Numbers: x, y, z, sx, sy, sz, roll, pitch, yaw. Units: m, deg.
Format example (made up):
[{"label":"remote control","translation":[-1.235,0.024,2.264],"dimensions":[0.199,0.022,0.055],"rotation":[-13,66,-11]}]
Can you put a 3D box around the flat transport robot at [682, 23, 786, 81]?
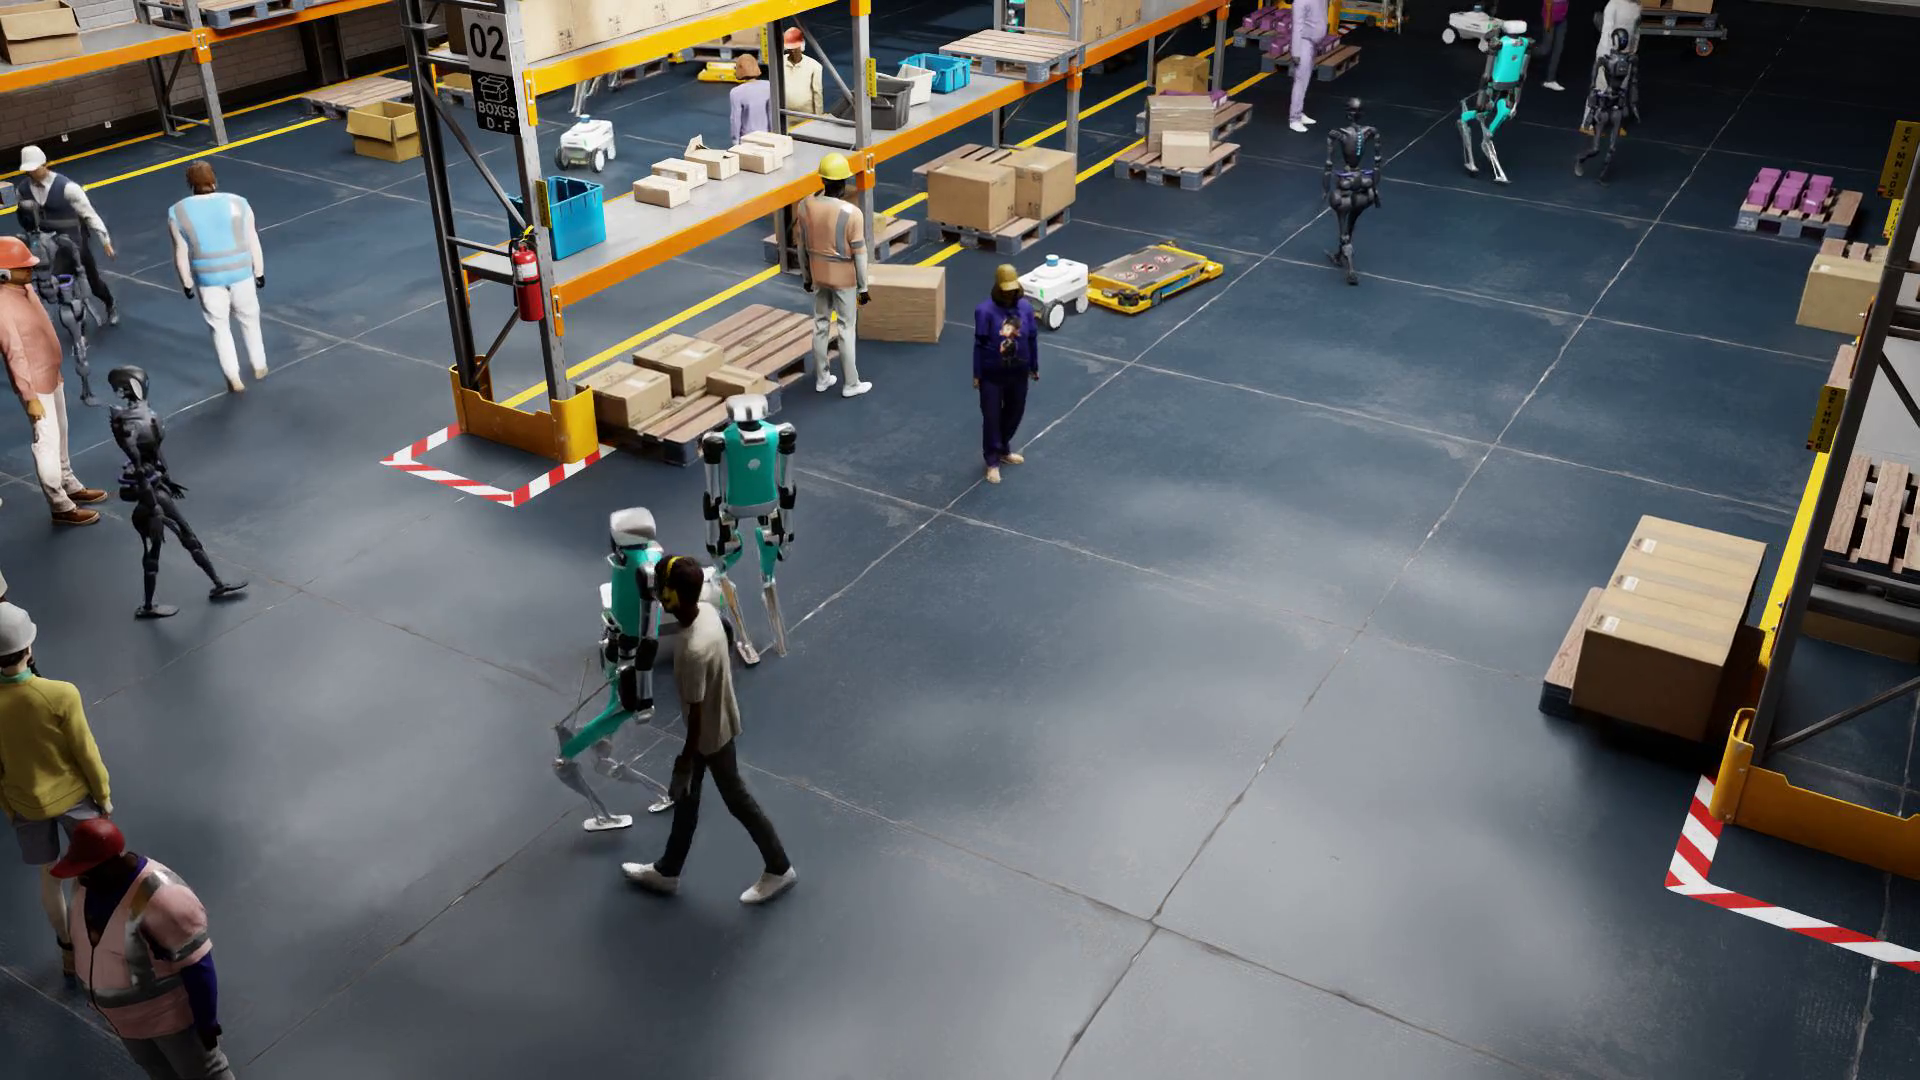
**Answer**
[{"label":"flat transport robot","translation":[-2.979,-6.401,22.265],"dimensions":[0.659,0.231,1.431],"rotation":[5,30,8]}]

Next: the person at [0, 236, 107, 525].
[{"label":"person","translation":[-6.111,-1.062,11.070],"dimensions":[0.393,1.992,0.620],"rotation":[-7,30,-11]}]

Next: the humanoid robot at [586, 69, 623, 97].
[{"label":"humanoid robot","translation":[-4.503,-6.481,20.924],"dimensions":[0.555,1.789,0.871],"rotation":[23,37,35]}]

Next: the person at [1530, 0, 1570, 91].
[{"label":"person","translation":[7.530,-6.686,21.184],"dimensions":[0.536,1.826,0.651],"rotation":[-22,36,-34]}]

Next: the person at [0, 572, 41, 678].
[{"label":"person","translation":[-5.501,0.086,9.084],"dimensions":[0.379,1.957,0.596],"rotation":[3,30,4]}]

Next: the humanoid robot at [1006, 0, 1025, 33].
[{"label":"humanoid robot","translation":[0.788,-6.580,21.204],"dimensions":[0.546,1.890,0.737],"rotation":[3,30,6]}]

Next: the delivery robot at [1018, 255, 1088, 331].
[{"label":"delivery robot","translation":[0.792,-2.192,14.515],"dimensions":[0.499,0.581,0.777],"rotation":[23,36,34]}]

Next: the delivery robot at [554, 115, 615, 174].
[{"label":"delivery robot","translation":[-4.135,-4.398,18.438],"dimensions":[0.499,0.602,0.805],"rotation":[8,30,13]}]

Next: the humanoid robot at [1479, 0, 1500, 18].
[{"label":"humanoid robot","translation":[7.765,-8.268,24.137],"dimensions":[0.601,1.645,0.361],"rotation":[14,32,23]}]

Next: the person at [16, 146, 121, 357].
[{"label":"person","translation":[-7.381,-2.461,13.807],"dimensions":[0.782,1.722,0.791],"rotation":[-2,30,-3]}]

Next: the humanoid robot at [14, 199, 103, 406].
[{"label":"humanoid robot","translation":[-6.921,-1.814,12.721],"dimensions":[0.601,1.654,0.382],"rotation":[-10,31,-17]}]

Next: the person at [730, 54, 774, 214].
[{"label":"person","translation":[-2.081,-4.061,16.748],"dimensions":[0.501,1.628,0.280],"rotation":[-20,35,-31]}]

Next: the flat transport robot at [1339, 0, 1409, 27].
[{"label":"flat transport robot","translation":[5.939,-7.894,24.905],"dimensions":[1.431,0.231,0.659],"rotation":[16,33,26]}]

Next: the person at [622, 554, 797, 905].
[{"label":"person","translation":[-1.203,0.930,7.729],"dimensions":[0.856,1.826,0.615],"rotation":[-5,30,-8]}]

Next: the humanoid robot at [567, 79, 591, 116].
[{"label":"humanoid robot","translation":[-4.658,-6.013,20.110],"dimensions":[0.553,1.804,0.714],"rotation":[18,34,29]}]

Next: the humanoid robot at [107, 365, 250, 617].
[{"label":"humanoid robot","translation":[-4.809,-0.288,10.037],"dimensions":[0.676,1.634,0.592],"rotation":[-8,30,-13]}]

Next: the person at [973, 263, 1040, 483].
[{"label":"person","translation":[0.314,-1.187,11.677],"dimensions":[0.487,1.611,0.427],"rotation":[-9,31,-16]}]

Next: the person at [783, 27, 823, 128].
[{"label":"person","translation":[-1.698,-4.452,17.321],"dimensions":[0.554,1.743,0.343],"rotation":[7,30,12]}]

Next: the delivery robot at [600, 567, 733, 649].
[{"label":"delivery robot","translation":[-1.764,0.401,9.916],"dimensions":[0.749,0.569,0.499],"rotation":[-9,31,-15]}]

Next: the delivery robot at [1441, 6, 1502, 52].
[{"label":"delivery robot","translation":[7.226,-7.210,23.399],"dimensions":[0.499,0.589,0.784],"rotation":[-22,36,-34]}]

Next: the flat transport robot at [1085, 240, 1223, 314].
[{"label":"flat transport robot","translation":[1.732,-2.408,15.202],"dimensions":[0.659,0.231,1.431],"rotation":[24,37,36]}]

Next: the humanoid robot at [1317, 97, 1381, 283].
[{"label":"humanoid robot","translation":[3.595,-3.218,15.254],"dimensions":[0.610,1.626,0.750],"rotation":[-6,30,-11]}]

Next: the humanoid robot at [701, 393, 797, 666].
[{"label":"humanoid robot","translation":[-1.247,-0.057,9.611],"dimensions":[0.554,1.849,0.657],"rotation":[-11,31,-19]}]

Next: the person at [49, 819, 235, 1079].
[{"label":"person","translation":[-3.079,1.758,6.325],"dimensions":[0.615,1.749,0.420],"rotation":[12,32,20]}]

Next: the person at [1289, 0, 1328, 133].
[{"label":"person","translation":[4.081,-5.769,19.503],"dimensions":[0.421,1.894,0.686],"rotation":[17,34,27]}]

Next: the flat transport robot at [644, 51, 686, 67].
[{"label":"flat transport robot","translation":[-4.437,-6.512,22.461],"dimensions":[1.431,0.231,0.659],"rotation":[-21,36,-33]}]

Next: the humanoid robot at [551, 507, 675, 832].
[{"label":"humanoid robot","translation":[-1.774,0.716,8.196],"dimensions":[0.894,1.756,0.551],"rotation":[-14,32,-23]}]

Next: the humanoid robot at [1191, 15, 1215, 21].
[{"label":"humanoid robot","translation":[3.631,-8.567,24.671],"dimensions":[0.378,1.644,0.602],"rotation":[-23,37,-35]}]

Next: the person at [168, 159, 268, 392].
[{"label":"person","translation":[-5.761,-2.059,13.010],"dimensions":[0.635,1.839,0.578],"rotation":[-15,33,-25]}]

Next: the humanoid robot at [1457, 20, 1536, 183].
[{"label":"humanoid robot","translation":[5.657,-4.686,17.744],"dimensions":[0.540,1.760,0.909],"rotation":[-9,31,-15]}]

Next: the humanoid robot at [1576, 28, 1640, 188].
[{"label":"humanoid robot","translation":[6.905,-4.601,17.657],"dimensions":[0.600,1.647,0.469],"rotation":[-6,30,-10]}]

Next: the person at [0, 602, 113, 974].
[{"label":"person","translation":[-3.990,1.126,7.320],"dimensions":[0.469,1.884,0.404],"rotation":[-8,30,-13]}]

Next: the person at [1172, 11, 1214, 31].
[{"label":"person","translation":[3.402,-8.267,24.118],"dimensions":[0.848,1.704,0.591],"rotation":[-26,39,-38]}]

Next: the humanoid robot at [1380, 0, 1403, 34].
[{"label":"humanoid robot","translation":[6.346,-8.149,23.904],"dimensions":[0.544,1.798,0.787],"rotation":[-7,30,-12]}]

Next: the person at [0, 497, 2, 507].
[{"label":"person","translation":[-6.890,-1.041,11.056],"dimensions":[0.633,1.981,0.423],"rotation":[-24,37,-36]}]

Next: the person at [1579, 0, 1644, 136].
[{"label":"person","translation":[7.620,-5.633,19.278],"dimensions":[0.588,1.884,0.429],"rotation":[-7,30,-12]}]

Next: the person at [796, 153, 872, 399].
[{"label":"person","translation":[-0.961,-2.038,12.864],"dimensions":[0.592,1.924,0.379],"rotation":[15,33,24]}]
